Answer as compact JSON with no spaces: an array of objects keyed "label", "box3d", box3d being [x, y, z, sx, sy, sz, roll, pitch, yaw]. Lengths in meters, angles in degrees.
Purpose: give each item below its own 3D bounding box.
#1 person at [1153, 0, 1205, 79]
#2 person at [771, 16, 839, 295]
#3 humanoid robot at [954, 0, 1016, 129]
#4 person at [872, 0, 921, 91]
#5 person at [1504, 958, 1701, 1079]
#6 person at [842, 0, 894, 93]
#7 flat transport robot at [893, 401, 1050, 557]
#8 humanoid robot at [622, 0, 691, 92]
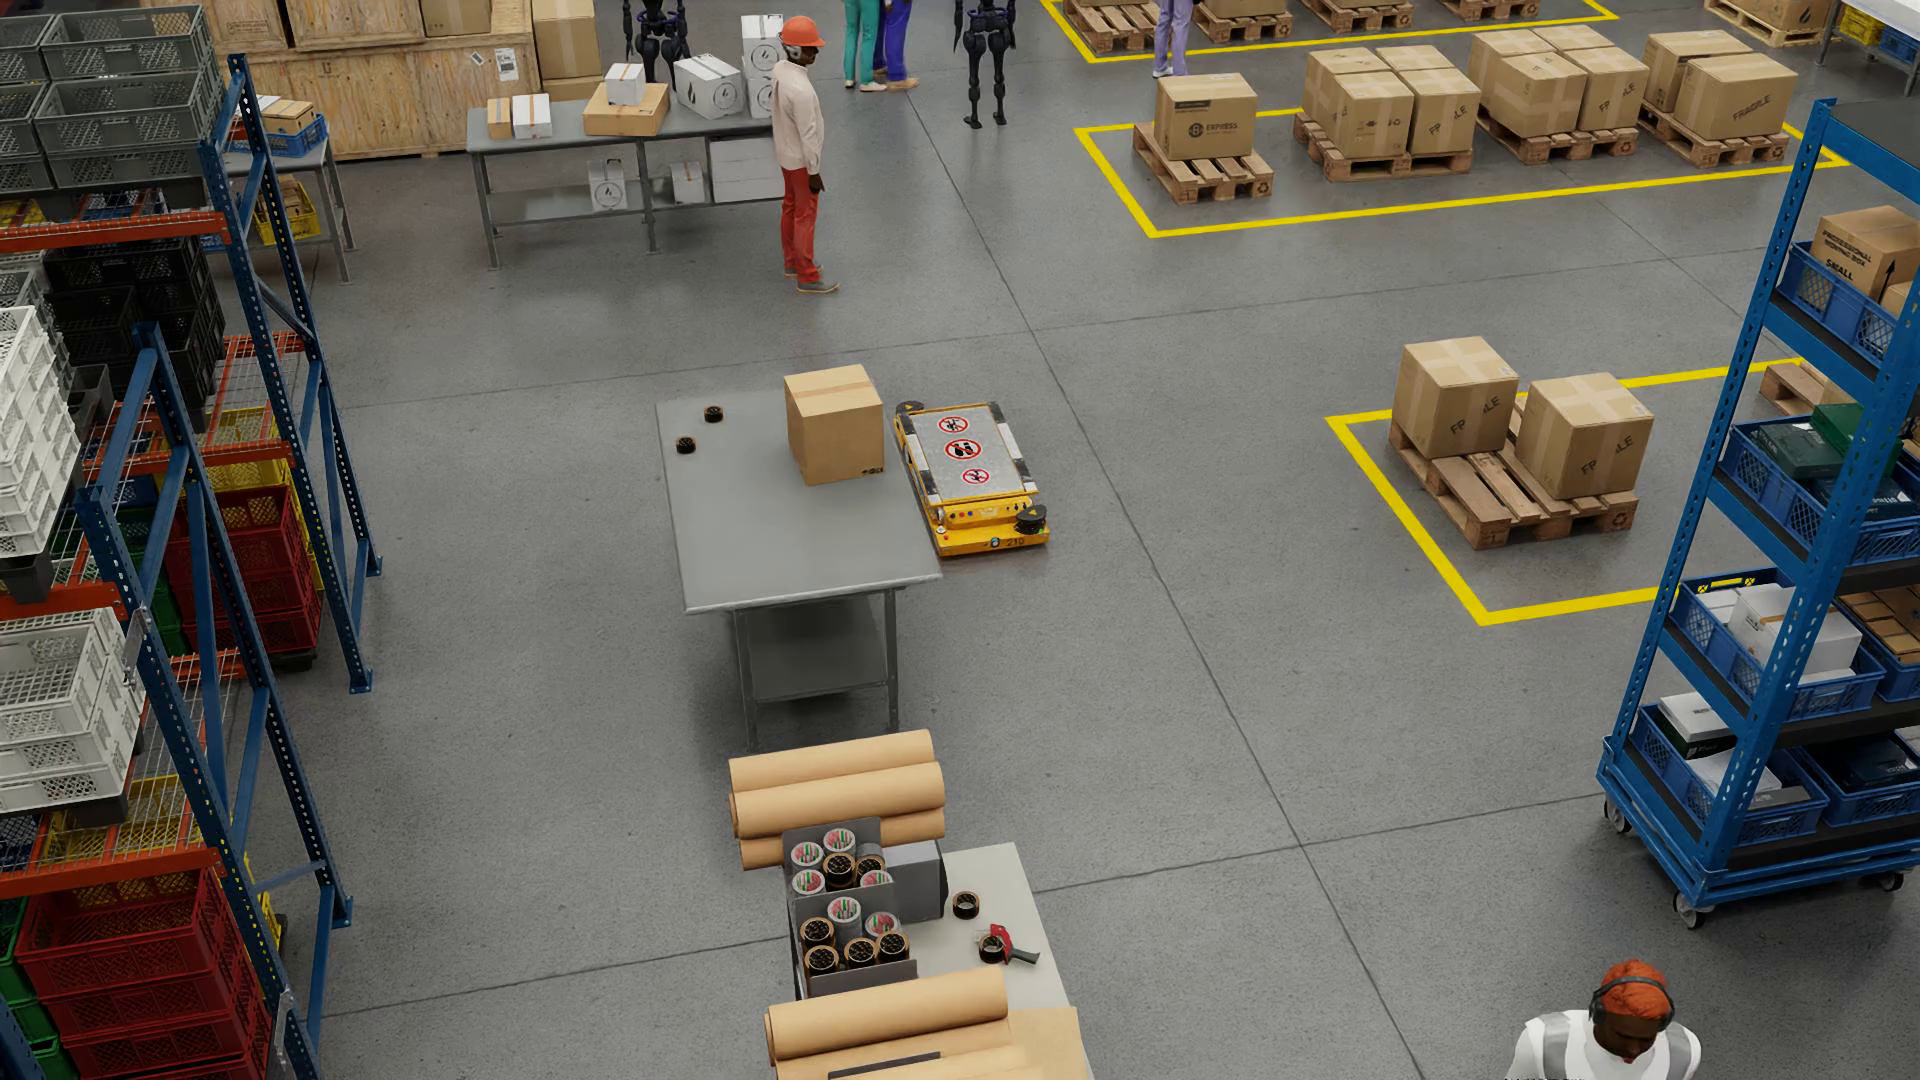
[{"label":"person","box3d":[1.983,-5.068,14.976,0.359,1.927,0.586,-21,42,-26]},{"label":"person","box3d":[-1.112,-2.711,11.754,0.388,1.990,0.621,-14,39,-18]},{"label":"humanoid robot","box3d":[0.217,-4.378,14.256,0.554,1.653,0.318,-11,38,-14]},{"label":"person","box3d":[-0.603,-5.089,14.911,0.538,2.000,0.685,-23,42,-28]},{"label":"person","box3d":[2.014,2.027,5.477,0.579,1.882,0.340,1,37,1]},{"label":"person","box3d":[-0.846,-4.908,14.908,0.569,1.758,0.356,24,43,29]},{"label":"flat transport robot","box3d":[0.046,-0.430,10.108,0.652,0.197,1.431,-8,37,-10]},{"label":"humanoid robot","box3d":[-2.564,-4.266,14.103,0.579,1.652,0.308,7,37,9]}]
